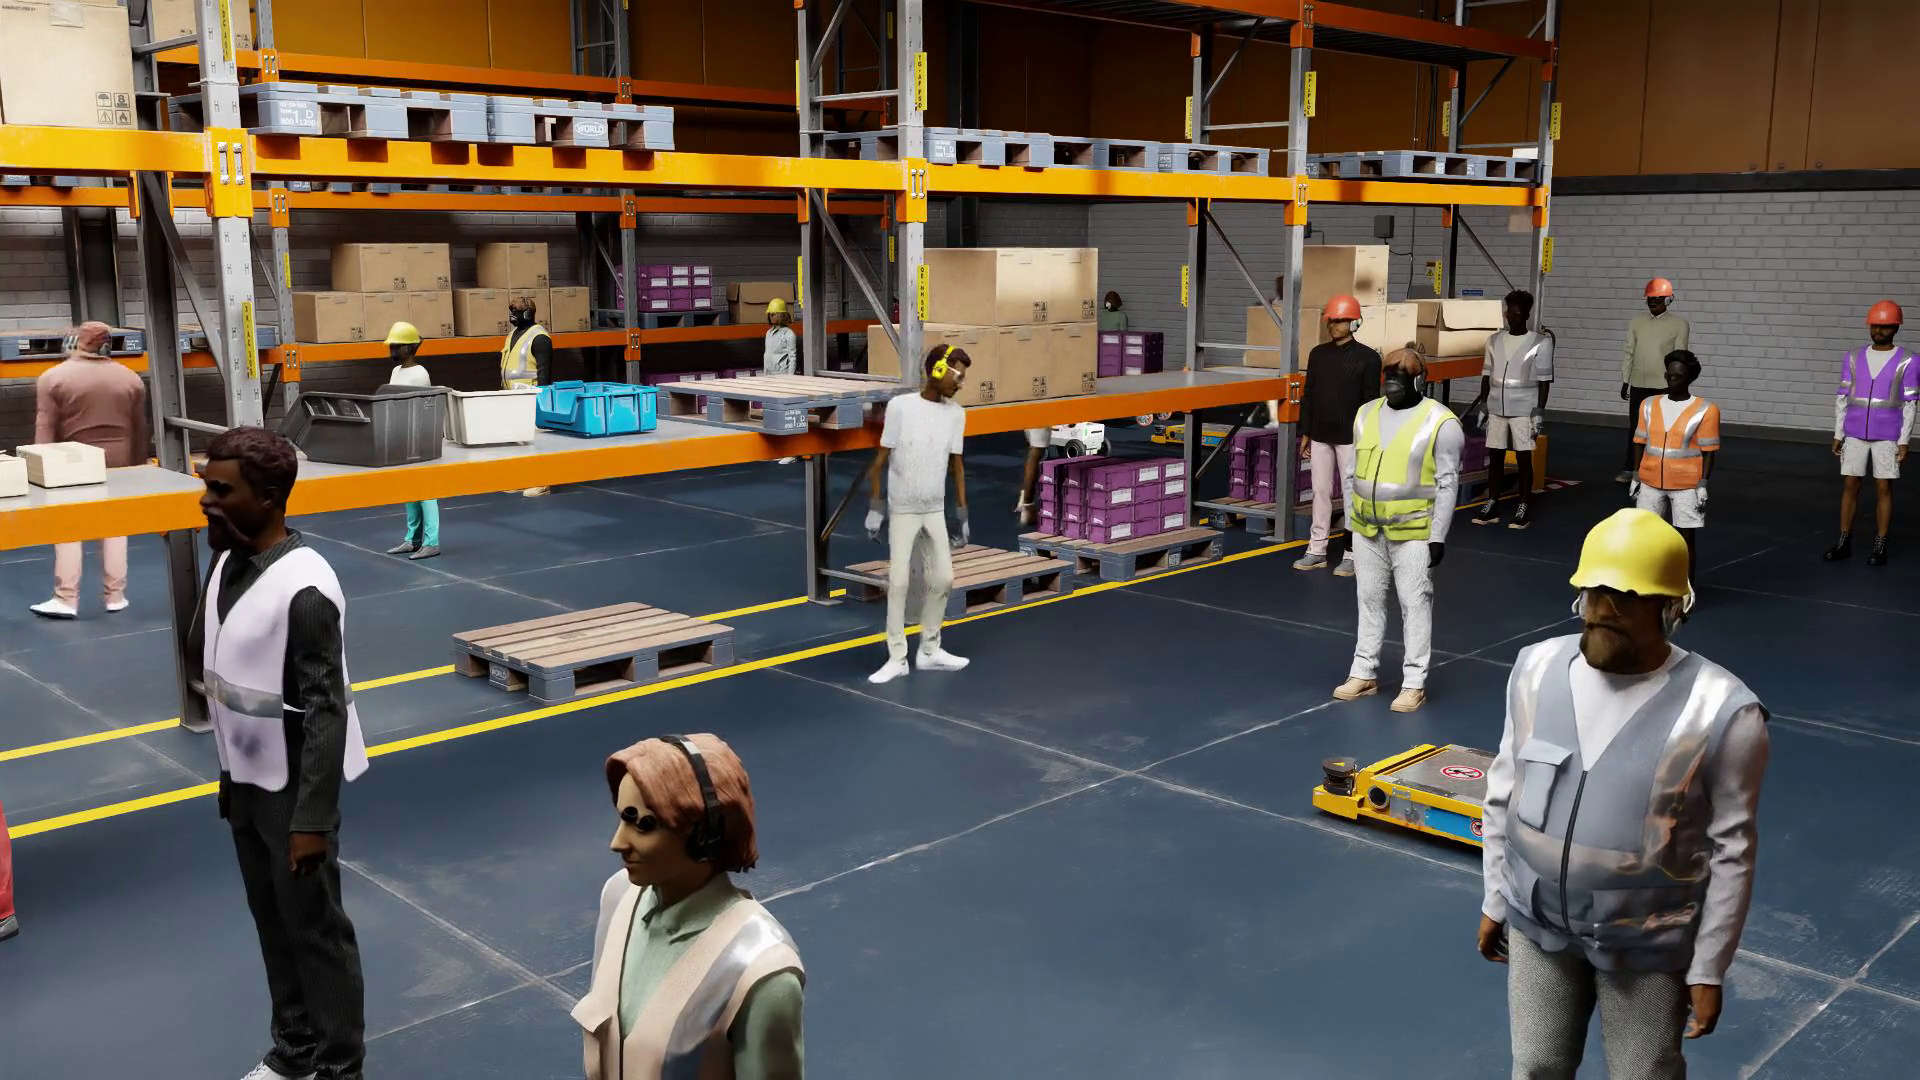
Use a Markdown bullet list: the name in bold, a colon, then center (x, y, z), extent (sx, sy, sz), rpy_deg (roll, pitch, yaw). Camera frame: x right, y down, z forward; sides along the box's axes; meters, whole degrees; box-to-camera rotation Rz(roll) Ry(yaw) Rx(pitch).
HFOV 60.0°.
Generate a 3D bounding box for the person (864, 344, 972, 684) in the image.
- **person**: center (-0.245, -0.135, 8.978), extent (0.656, 1.832, 0.334), rpy_deg (-6, 12, -28)

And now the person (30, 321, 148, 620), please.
- **person**: center (-5.555, -0.448, 10.587), extent (0.452, 1.863, 0.788), rpy_deg (10, 14, 42)

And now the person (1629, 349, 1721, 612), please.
- **person**: center (4.494, -0.355, 10.514), extent (0.535, 1.699, 0.318), rpy_deg (10, 15, 44)

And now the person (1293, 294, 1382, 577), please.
- **person**: center (2.683, -0.745, 11.826), extent (0.612, 1.997, 0.376), rpy_deg (10, 15, 44)

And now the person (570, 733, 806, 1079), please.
- **person**: center (-0.433, 1.105, 2.716), extent (0.514, 1.641, 0.307), rpy_deg (10, 15, 44)

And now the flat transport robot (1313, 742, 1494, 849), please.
- **flat transport robot**: center (2.201, 1.069, 6.644), extent (0.652, 0.197, 1.431), rpy_deg (-10, 14, -44)

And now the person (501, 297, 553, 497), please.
- **person**: center (-4.020, -1.324, 15.409), extent (0.627, 1.844, 0.429), rpy_deg (10, 15, 44)

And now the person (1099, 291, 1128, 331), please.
- **person**: center (2.112, -2.644, 23.174), extent (0.500, 1.633, 0.284), rpy_deg (10, 15, 44)

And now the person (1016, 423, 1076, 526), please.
- **person**: center (0.669, -1.128, 13.861), extent (0.575, 2.024, 0.633), rpy_deg (-8, 13, -38)

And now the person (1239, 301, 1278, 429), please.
- **person**: center (3.785, -2.206, 20.918), extent (0.520, 1.583, 0.882), rpy_deg (-7, 12, -32)

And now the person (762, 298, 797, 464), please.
- **person**: center (-1.917, -1.679, 17.606), extent (0.487, 1.746, 0.289), rpy_deg (10, 15, 44)

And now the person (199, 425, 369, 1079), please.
- **person**: center (-1.804, 0.649, 4.433), extent (0.593, 1.922, 0.391), rpy_deg (10, 15, 44)

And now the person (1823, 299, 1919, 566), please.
- **person**: center (6.692, -0.785, 12.196), extent (0.545, 1.942, 0.349), rpy_deg (10, 15, 44)

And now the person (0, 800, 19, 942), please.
- **person**: center (-3.437, 0.511, 5.600), extent (0.525, 1.772, 0.304), rpy_deg (10, 15, 44)

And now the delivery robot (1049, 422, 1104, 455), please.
- **delivery robot**: center (1.188, -1.151, 17.718), extent (0.477, 0.478, 0.707), rpy_deg (-10, 14, -44)

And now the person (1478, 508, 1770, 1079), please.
- **person**: center (1.405, 0.834, 3.653), extent (0.590, 1.836, 0.404), rpy_deg (10, 15, 44)

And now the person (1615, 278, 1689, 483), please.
- **person**: center (6.689, -1.523, 16.076), extent (0.612, 1.995, 0.377), rpy_deg (10, 15, 44)

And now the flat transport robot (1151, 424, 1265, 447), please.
- **flat transport robot**: center (2.933, -1.176, 18.884), extent (0.652, 0.197, 1.431), rpy_deg (-10, 15, -44)

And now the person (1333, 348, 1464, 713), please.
- **person**: center (2.214, -0.054, 8.481), extent (0.627, 1.845, 0.429), rpy_deg (10, 15, 44)

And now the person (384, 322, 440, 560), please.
- **person**: center (-4.111, -0.741, 12.427), extent (0.525, 1.772, 0.304), rpy_deg (10, 15, 44)

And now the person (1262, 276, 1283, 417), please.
- **person**: center (4.250, -2.536, 21.947), extent (0.595, 1.873, 0.368), rpy_deg (10, 14, 43)

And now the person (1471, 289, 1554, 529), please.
- **person**: center (4.555, -1.078, 13.722), extent (0.607, 1.967, 0.367), rpy_deg (10, 15, 44)
